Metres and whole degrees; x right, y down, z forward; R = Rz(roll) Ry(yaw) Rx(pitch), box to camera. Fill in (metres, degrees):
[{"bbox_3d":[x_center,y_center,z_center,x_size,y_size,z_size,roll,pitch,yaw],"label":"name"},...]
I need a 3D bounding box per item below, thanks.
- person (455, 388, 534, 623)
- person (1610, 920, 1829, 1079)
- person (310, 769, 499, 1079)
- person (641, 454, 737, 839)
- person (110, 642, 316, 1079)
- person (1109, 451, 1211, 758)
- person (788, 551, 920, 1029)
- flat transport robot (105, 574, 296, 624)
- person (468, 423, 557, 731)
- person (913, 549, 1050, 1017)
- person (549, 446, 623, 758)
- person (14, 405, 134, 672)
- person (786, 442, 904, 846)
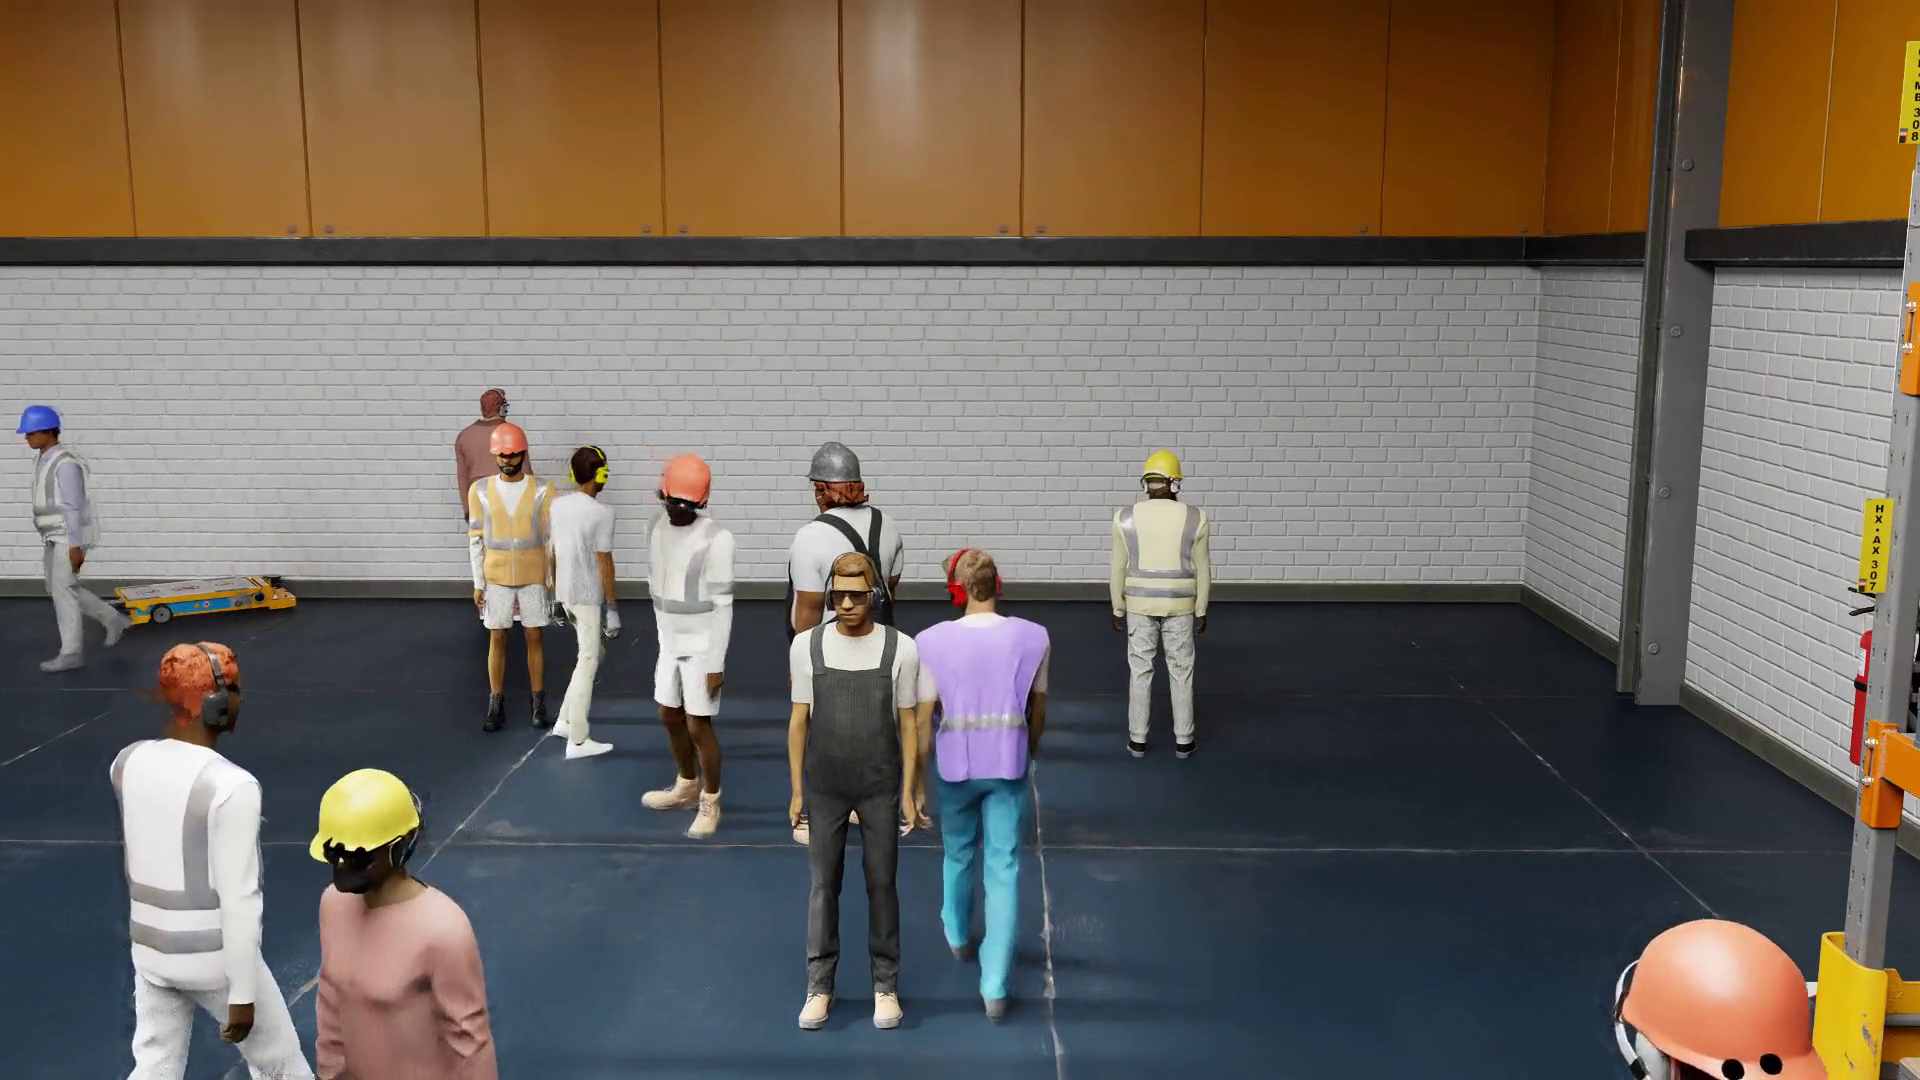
[{"bbox_3d":[-3.740,-0.276,13.521,0.637,1.911,0.403,2,10,12],"label":"person"},{"bbox_3d":[1.063,1.505,2.669,0.613,1.973,0.706,-3,10,-15],"label":"person"},{"bbox_3d":[-1.323,1.372,4.141,0.550,1.746,0.558,7,11,34],"label":"person"},{"bbox_3d":[-1.395,0.530,8.452,0.734,1.990,0.521,8,13,41],"label":"person"},{"bbox_3d":[-2.176,1.192,4.926,0.600,1.833,0.964,4,10,25],"label":"person"},{"bbox_3d":[1.180,0.385,9.820,0.592,1.823,0.404,2,10,9],"label":"person"},{"bbox_3d":[-0.403,0.953,6.351,0.506,1.846,0.346,0,9,0],"label":"person"},{"bbox_3d":[-6.357,0.486,13.855,1.431,0.197,0.652,-6,11,-33],"label":"flat transport robot"},{"bbox_3d":[-2.779,0.230,10.399,0.547,1.939,0.376,-2,10,-10],"label":"person"},{"bbox_3d":[0.077,0.929,6.674,0.559,1.789,0.897,-1,10,-5],"label":"person"},{"bbox_3d":[-2.204,0.376,9.820,0.554,1.839,0.428,9,13,42],"label":"person"},{"bbox_3d":[-6.415,-0.033,12.020,0.650,1.923,0.644,9,13,43],"label":"person"},{"bbox_3d":[-0.633,0.517,8.378,0.537,2.000,0.674,8,13,41],"label":"person"}]
